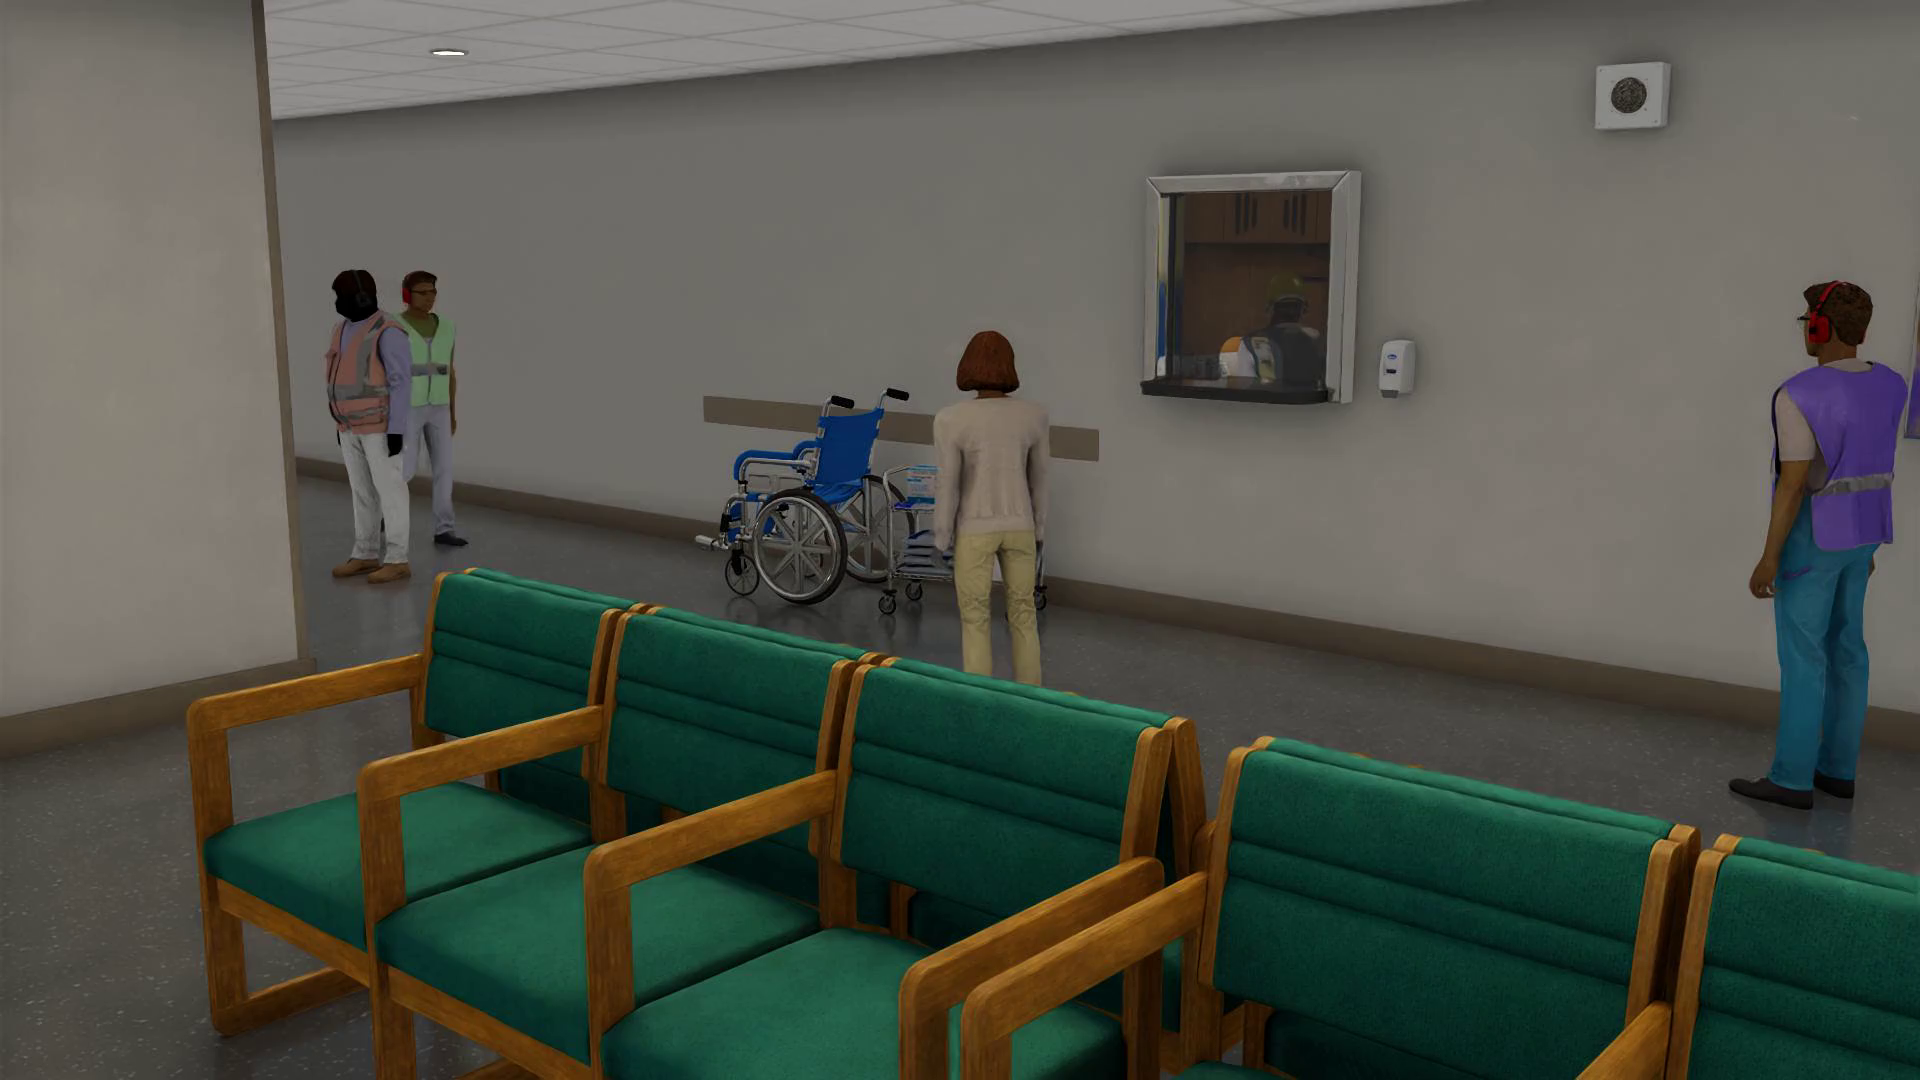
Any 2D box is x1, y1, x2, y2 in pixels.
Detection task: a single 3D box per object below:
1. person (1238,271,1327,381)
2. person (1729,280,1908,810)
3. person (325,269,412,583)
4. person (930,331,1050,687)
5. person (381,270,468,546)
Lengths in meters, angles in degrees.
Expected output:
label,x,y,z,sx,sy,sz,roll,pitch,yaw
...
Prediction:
label,x,y,z,sx,sy,sz,roll,pitch,yaw
person,1.784,-0.569,9.242,0.603,1.830,0.404,-2,10,-13
person,3.021,0.028,5.813,0.564,1.846,0.390,-5,11,-26
person,-3.483,-0.666,9.792,0.624,1.838,0.430,8,12,37
person,0.123,-0.015,6.658,0.499,1.634,0.285,-4,11,-21
person,-3.620,-0.871,11.029,0.737,1.821,0.571,8,13,39
